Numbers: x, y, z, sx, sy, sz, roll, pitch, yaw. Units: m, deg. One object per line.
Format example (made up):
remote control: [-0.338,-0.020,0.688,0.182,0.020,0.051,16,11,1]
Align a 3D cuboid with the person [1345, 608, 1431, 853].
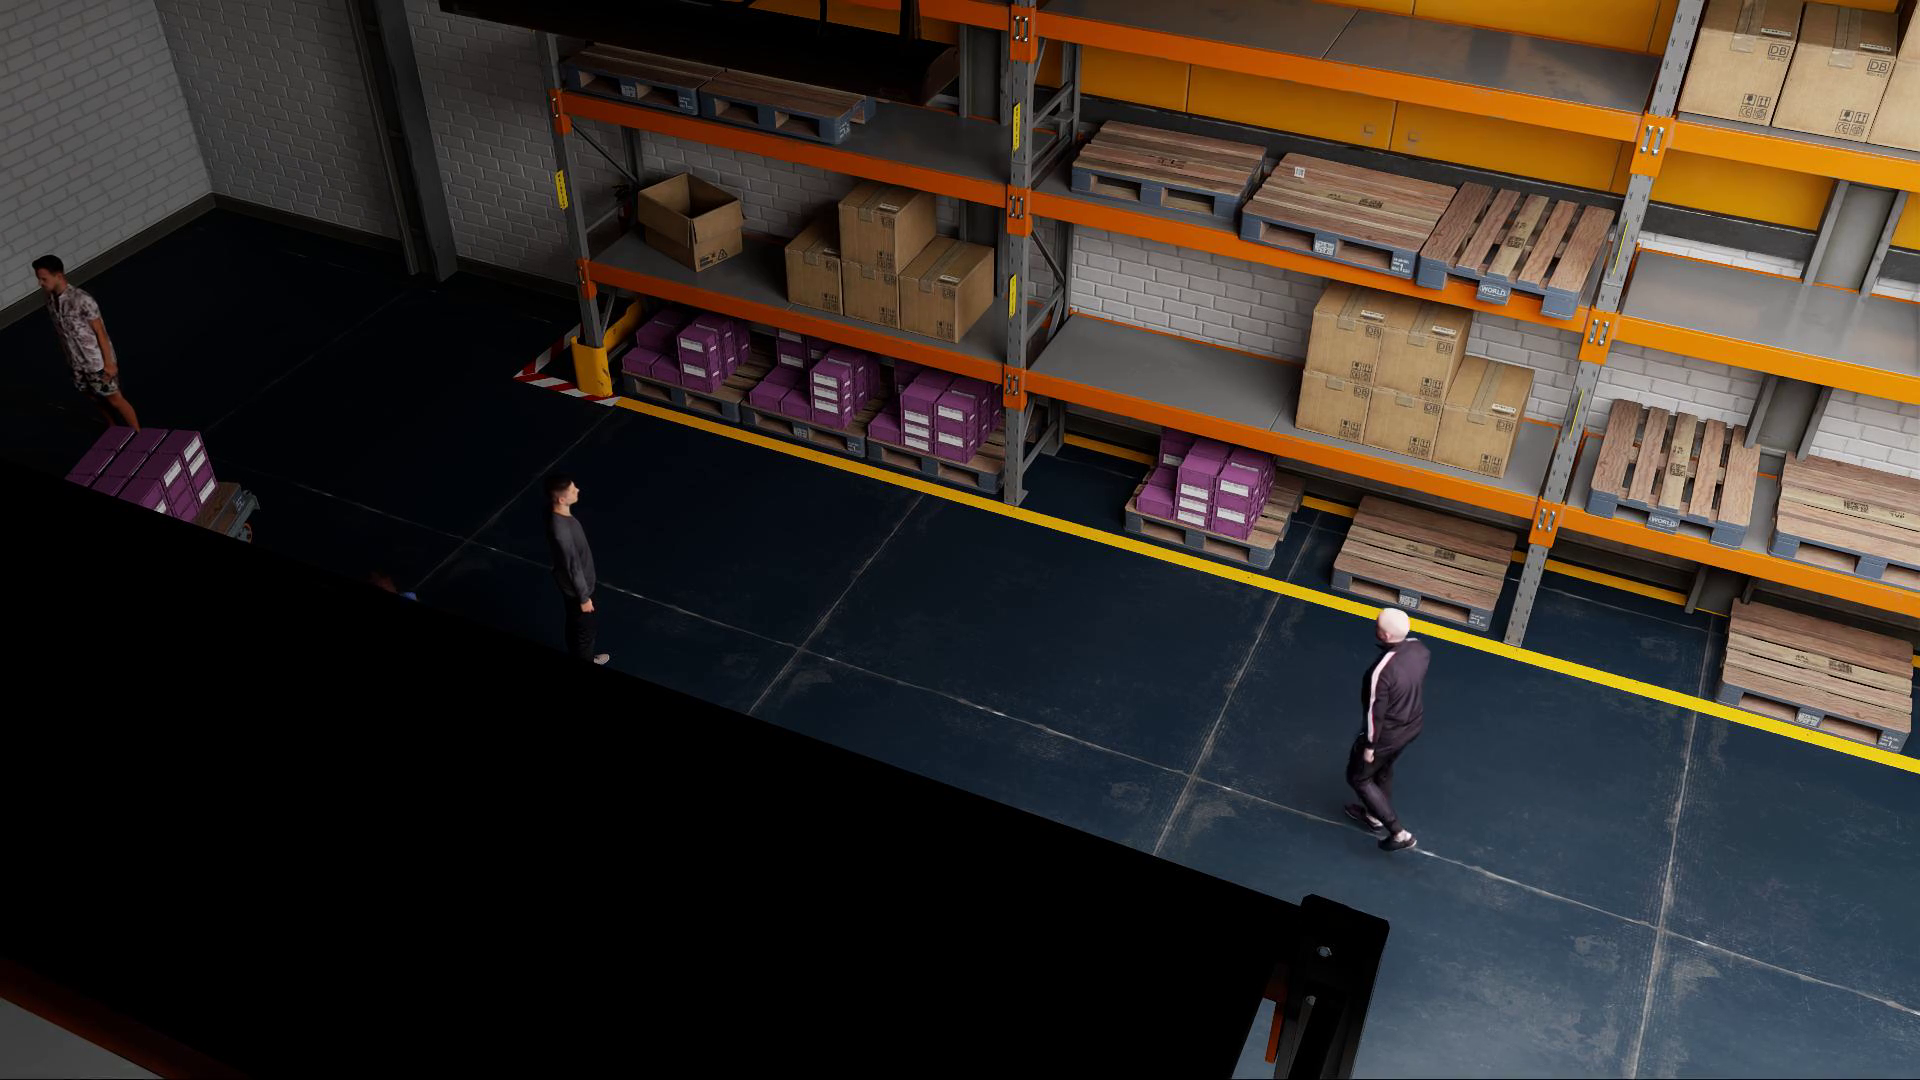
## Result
person: [2.707,1.223,10.148,0.859,1.804,0.981,-29,47,-32]

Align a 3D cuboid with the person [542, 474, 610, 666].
person: [-2.632,0.279,11.363,0.757,1.762,0.671,-17,42,-20]

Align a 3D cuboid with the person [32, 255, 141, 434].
person: [-7.102,-1.530,13.591,0.501,1.810,0.728,15,41,18]
